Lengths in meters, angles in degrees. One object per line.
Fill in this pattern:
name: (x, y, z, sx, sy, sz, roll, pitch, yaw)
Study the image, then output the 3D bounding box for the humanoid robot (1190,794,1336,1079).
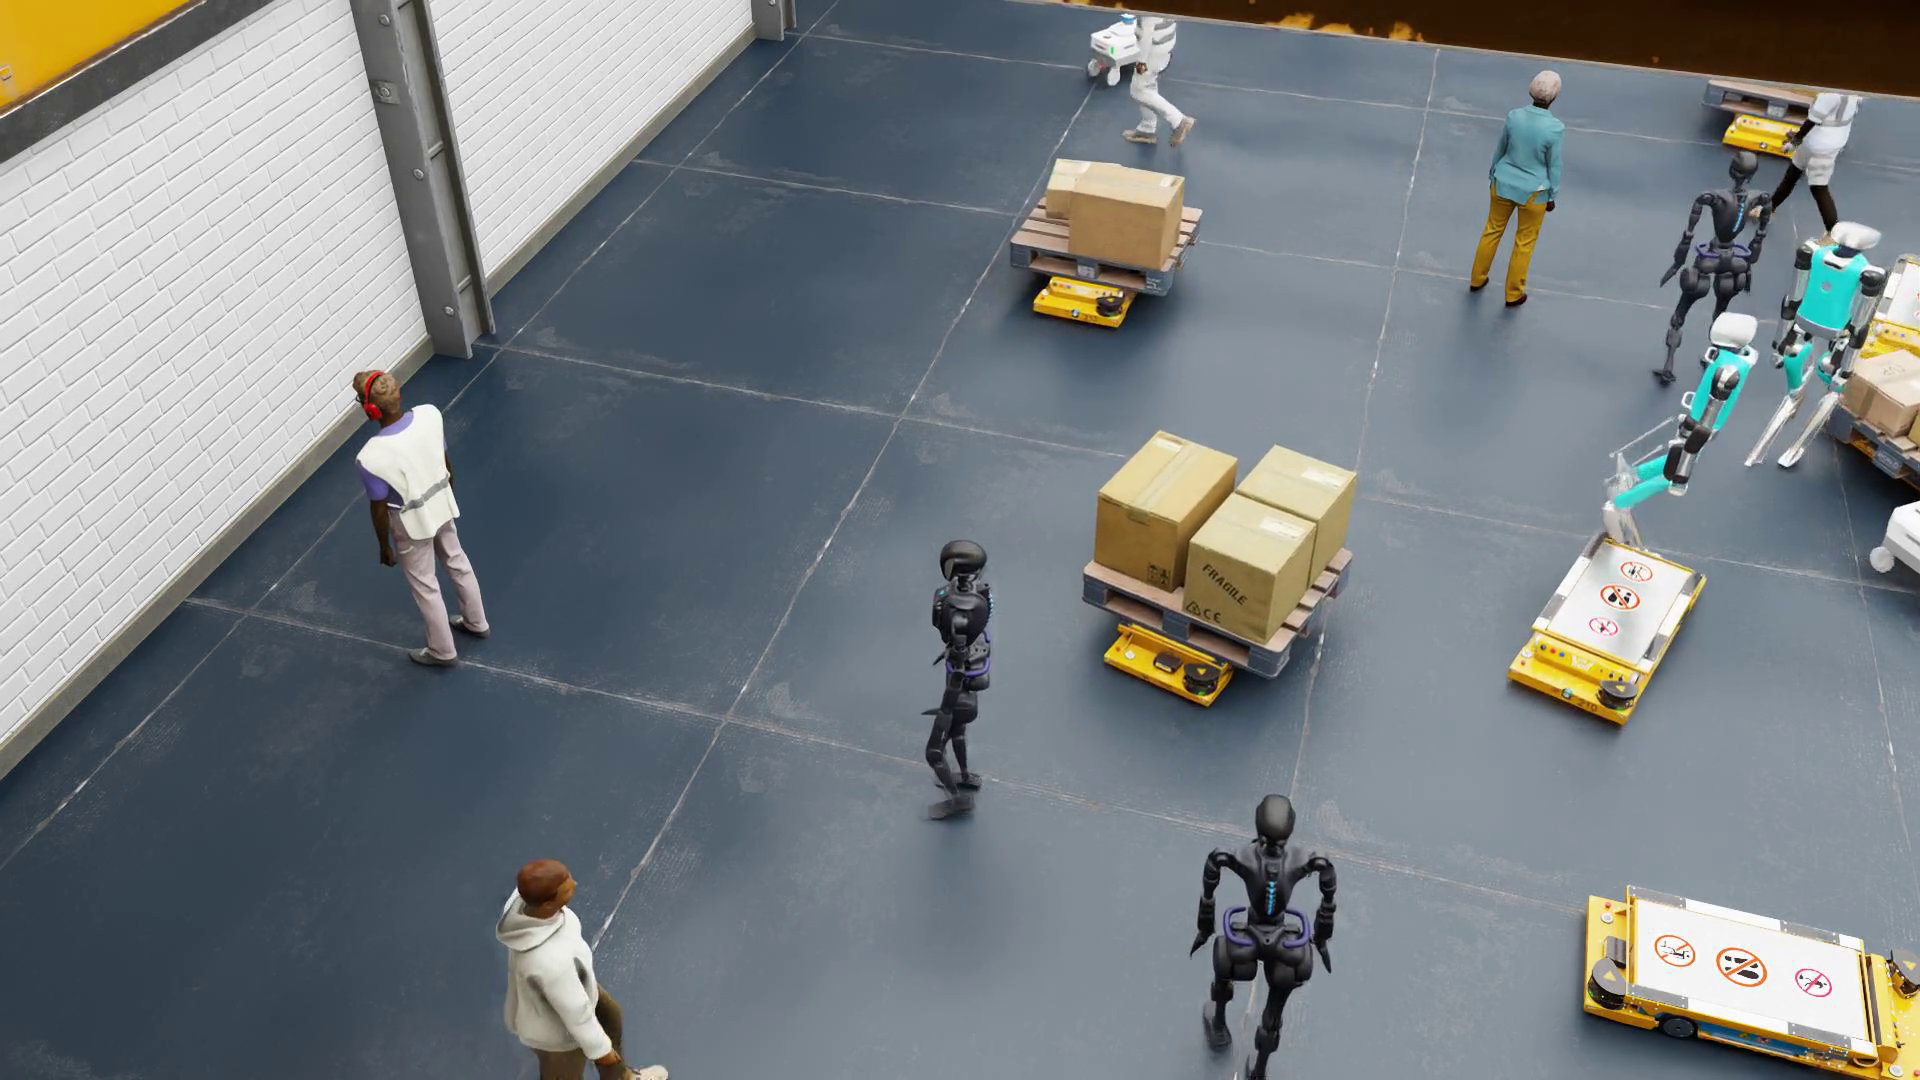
humanoid robot: (1.258, 1.629, 6.861, 0.585, 1.640, 0.530, 3, 39, 4)

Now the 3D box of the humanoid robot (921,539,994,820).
humanoid robot: (-0.014, 0.650, 8.063, 0.346, 1.649, 0.588, 1, 39, 1)

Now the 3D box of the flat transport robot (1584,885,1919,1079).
flat transport robot: (3.583, 2.009, 7.506, 1.431, 0.231, 0.659, 11, 40, 14)

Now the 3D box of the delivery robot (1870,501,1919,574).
delivery robot: (5.739, 0.127, 9.632, 0.499, 0.613, 0.811, -14, 41, -17)

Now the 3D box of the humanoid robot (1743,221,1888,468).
humanoid robot: (5.385, -1.203, 10.322, 0.686, 1.791, 0.542, -26, 45, -28)

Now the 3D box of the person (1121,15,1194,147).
person: (1.686, -4.117, 13.852, 0.549, 1.866, 0.637, 9, 40, 11)

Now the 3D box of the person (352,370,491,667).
person: (-2.870, -0.099, 8.878, 0.384, 1.837, 0.560, 18, 42, 21)

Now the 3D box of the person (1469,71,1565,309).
person: (4.043, -2.518, 11.959, 0.342, 1.749, 0.529, -31, 48, -33)

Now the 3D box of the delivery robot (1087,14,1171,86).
delivery robot: (1.567, -4.604, 15.507, 0.805, 0.601, 0.499, -27, 46, -29)

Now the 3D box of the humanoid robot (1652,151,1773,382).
humanoid robot: (5.062, -1.811, 11.146, 0.592, 1.644, 0.404, 0, 39, 0)

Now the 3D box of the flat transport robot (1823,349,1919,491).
flat transport robot: (6.304, -0.481, 10.602, 0.659, 0.231, 1.431, -14, 41, -17)

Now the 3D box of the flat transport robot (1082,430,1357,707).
flat transport robot: (1.465, 0.368, 9.547, 0.659, 0.231, 1.431, 23, 44, 26)

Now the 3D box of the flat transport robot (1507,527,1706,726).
flat transport robot: (3.701, 0.455, 9.439, 0.659, 0.231, 1.431, 24, 45, 27)

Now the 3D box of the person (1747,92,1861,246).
person: (6.578, -3.038, 12.680, 0.836, 1.652, 0.526, 28, 47, 30)

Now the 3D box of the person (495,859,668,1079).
person: (-1.459, 1.832, 6.544, 0.725, 1.740, 0.562, -16, 42, -19)

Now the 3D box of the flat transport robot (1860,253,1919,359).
flat transport robot: (6.994, -1.619, 12.018, 0.659, 0.231, 1.431, 22, 44, 25)

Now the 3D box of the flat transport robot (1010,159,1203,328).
flat transport robot: (1.096, -2.082, 12.594, 0.659, 0.231, 1.431, 14, 41, 17)

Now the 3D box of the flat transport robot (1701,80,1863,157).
flat transport robot: (7.245, -3.784, 14.711, 0.659, 0.231, 1.431, 20, 43, 23)

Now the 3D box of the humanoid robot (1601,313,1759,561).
humanoid robot: (3.984, -0.521, 9.493, 0.682, 1.812, 0.531, 19, 43, 22)
